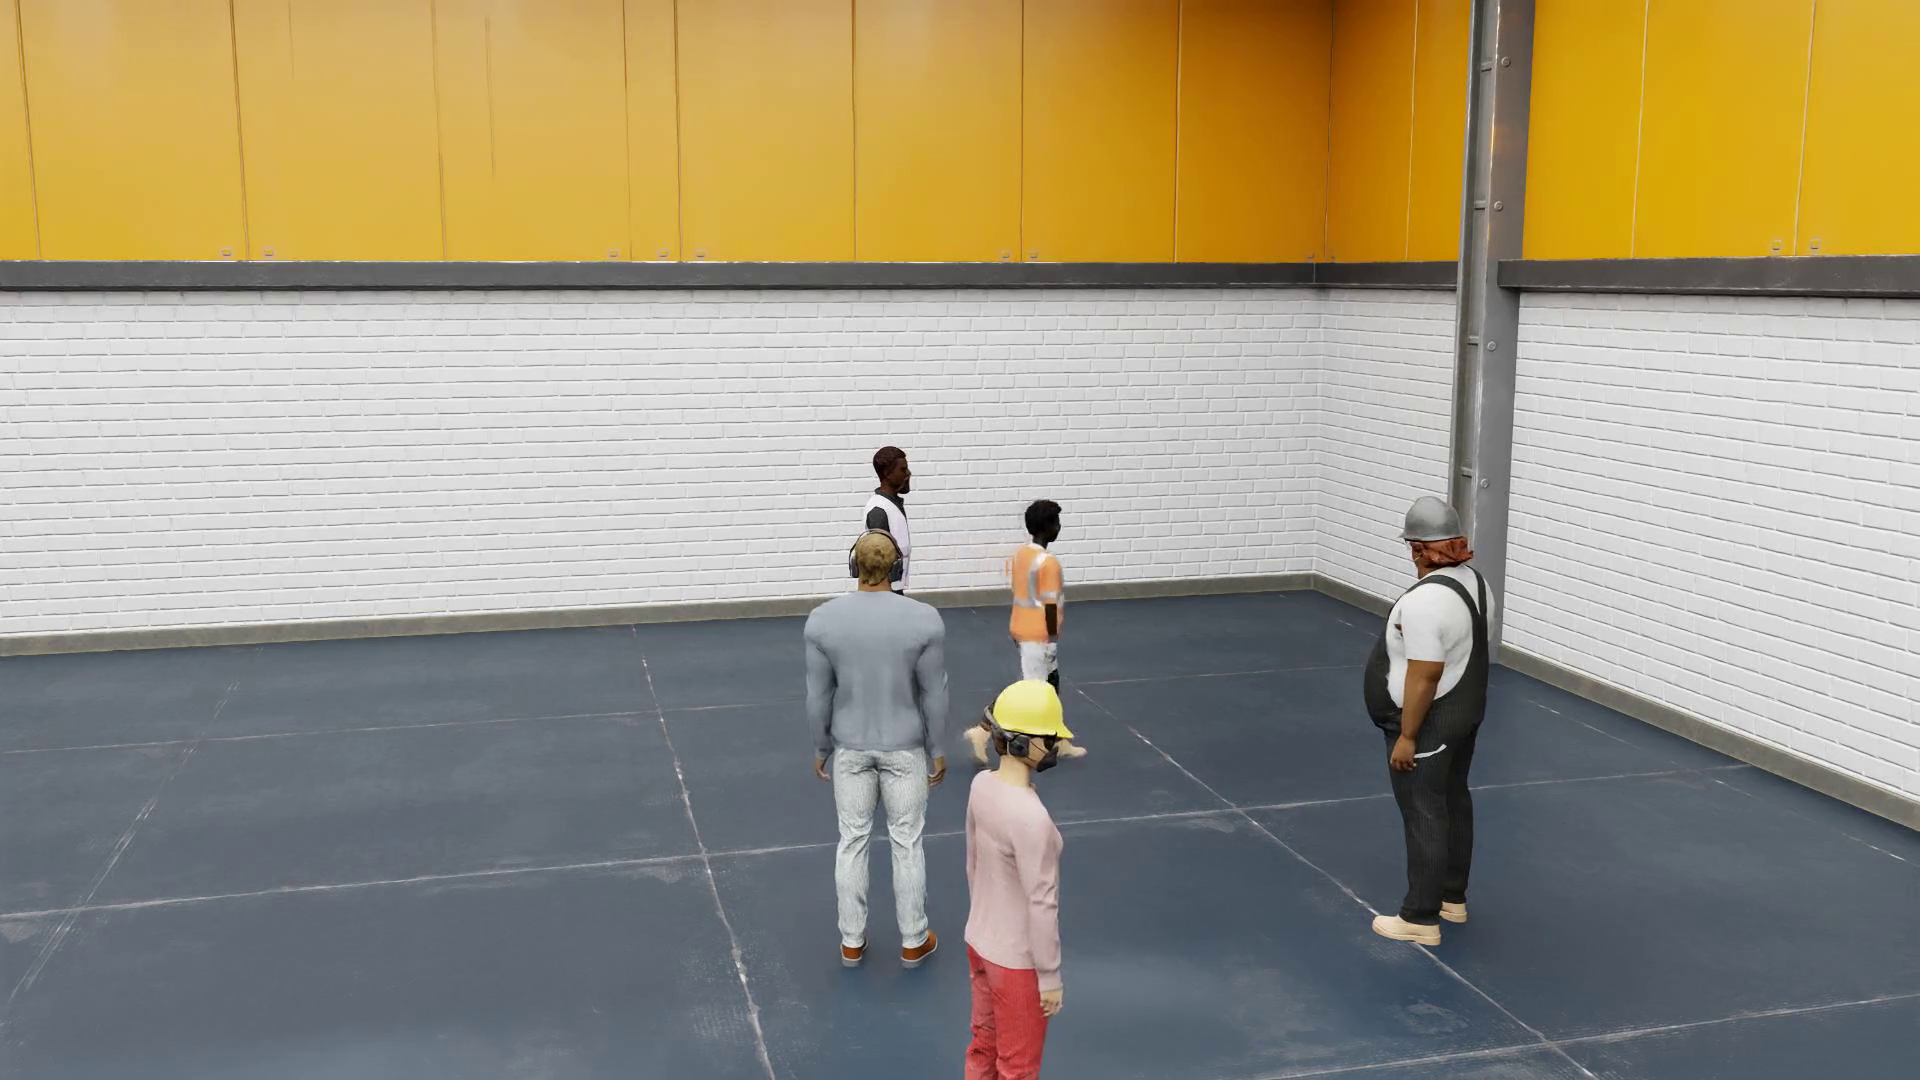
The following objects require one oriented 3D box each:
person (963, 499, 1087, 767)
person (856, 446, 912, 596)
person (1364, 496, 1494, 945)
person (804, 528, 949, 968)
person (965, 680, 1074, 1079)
[{"bbox_3d":[0.400,0.575,10.197,0.785,1.671,0.529,-3,10,-17],"label":"person"},{"bbox_3d":[-0.475,0.344,10.854,0.391,1.919,0.590,1,9,4],"label":"person"},{"bbox_3d":[2.114,0.803,7.610,0.535,2.000,0.688,7,12,39],"label":"person"},{"bbox_3d":[-0.356,0.911,7.255,0.627,1.940,0.371,1,9,7],"label":"person"},{"bbox_3d":[0.188,1.311,5.307,0.329,1.763,0.523,-4,10,-21],"label":"person"}]
